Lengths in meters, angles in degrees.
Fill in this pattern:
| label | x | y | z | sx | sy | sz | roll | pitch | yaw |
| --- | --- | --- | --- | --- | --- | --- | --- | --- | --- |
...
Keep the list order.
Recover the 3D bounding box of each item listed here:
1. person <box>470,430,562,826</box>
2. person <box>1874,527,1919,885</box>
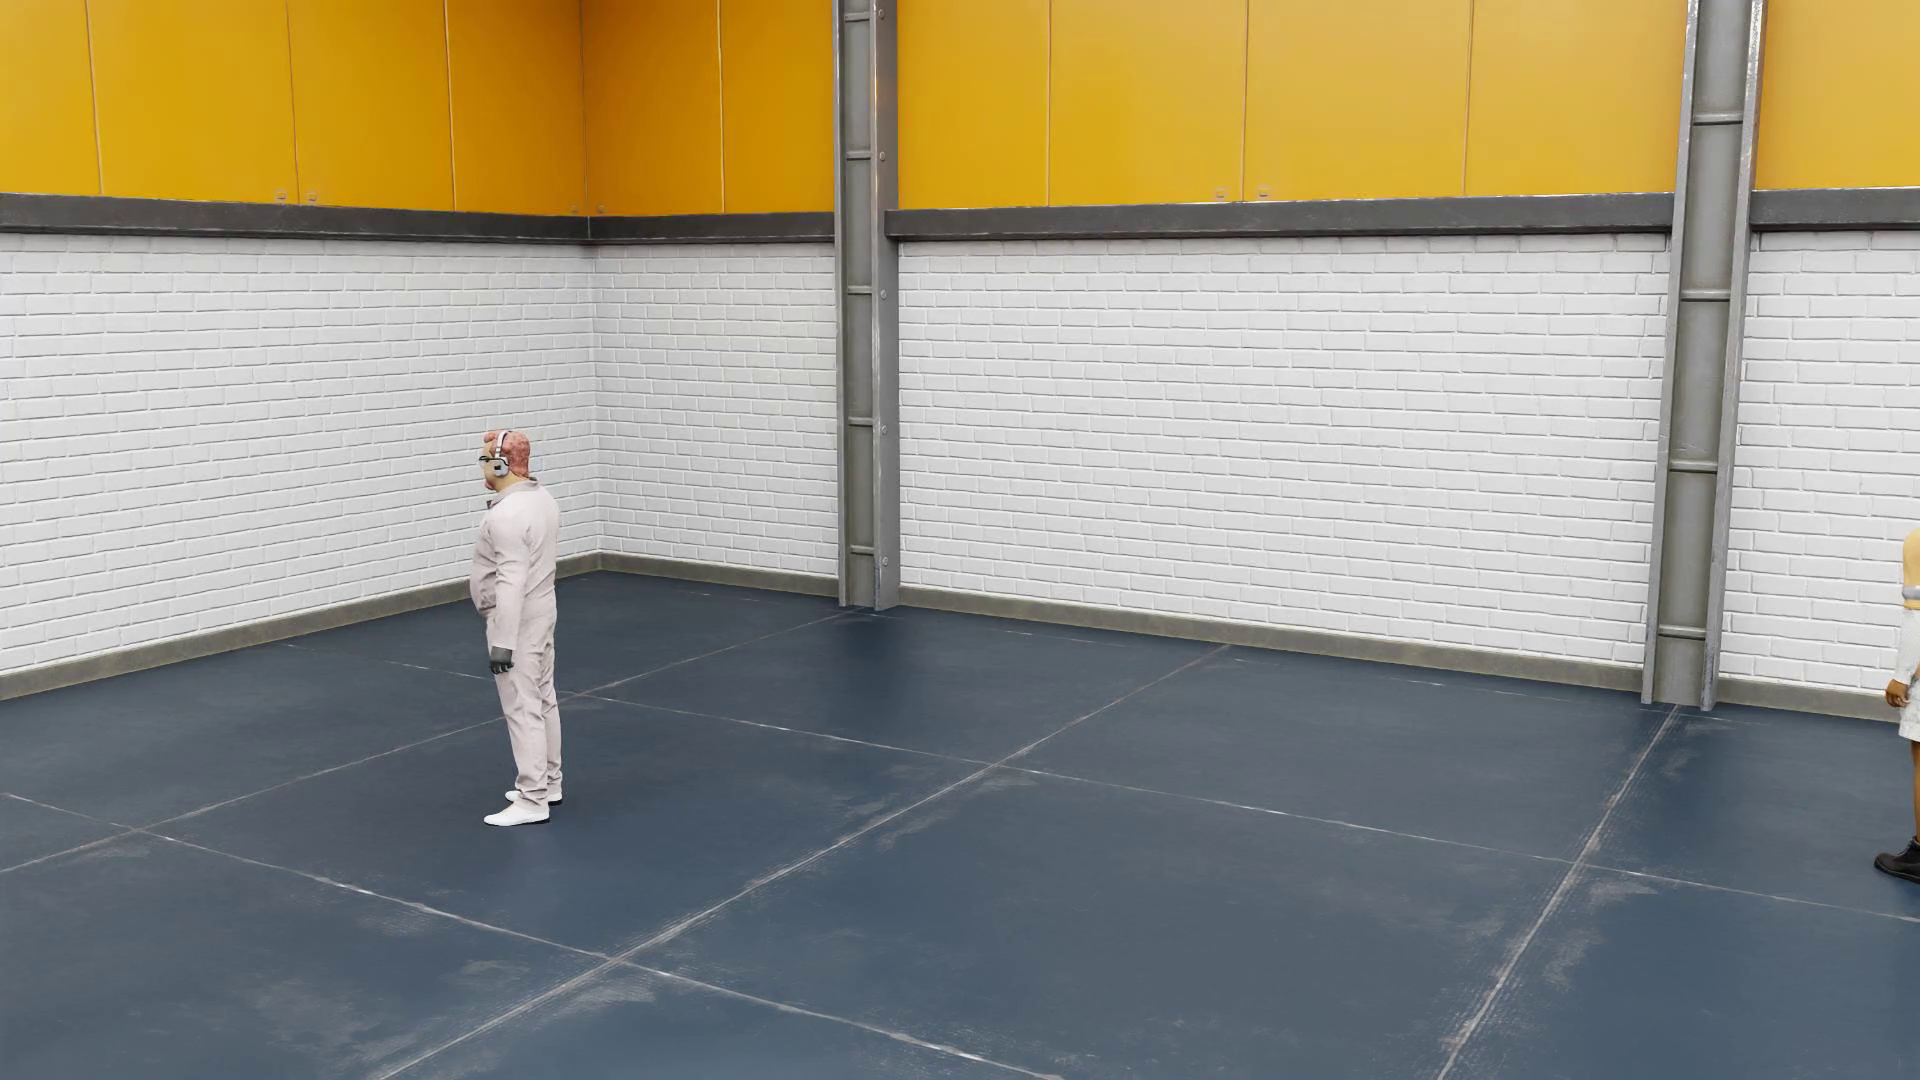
| label | x | y | z | sx | sy | sz | roll | pitch | yaw |
| --- | --- | --- | --- | --- | --- | --- | --- | --- | --- |
| person | -2.149 | 0.419 | 8.028 | 0.403 | 1.906 | 0.651 | 0 | 9 | 2 |
| person | 4.268 | 0.533 | 7.217 | 0.547 | 1.937 | 0.379 | -2 | 9 | -11 |
